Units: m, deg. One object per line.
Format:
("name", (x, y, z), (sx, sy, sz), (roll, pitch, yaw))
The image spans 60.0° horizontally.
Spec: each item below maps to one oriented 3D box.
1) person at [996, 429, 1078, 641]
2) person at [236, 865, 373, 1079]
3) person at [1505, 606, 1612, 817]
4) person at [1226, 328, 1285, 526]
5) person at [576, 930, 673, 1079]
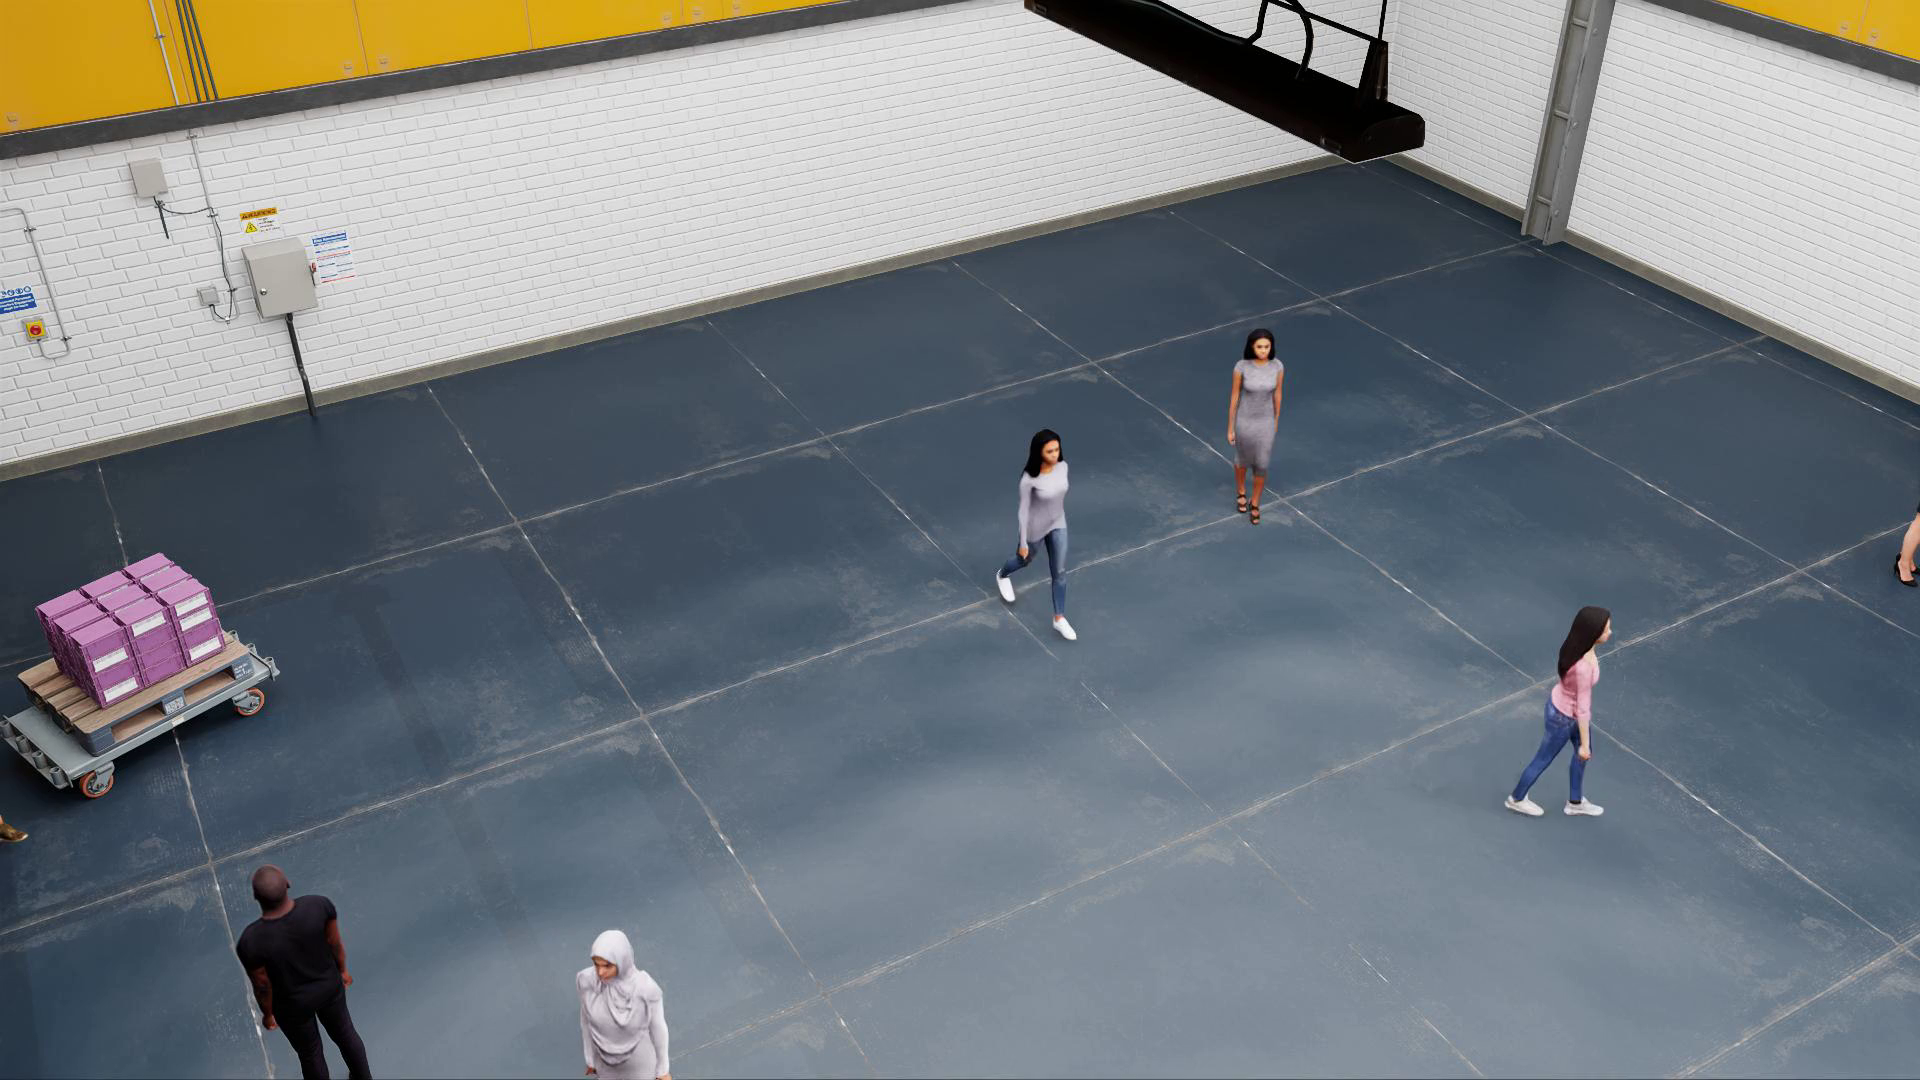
("person", (0.561, -0.113, 12.739), (0.673, 1.693, 1.163), (-19, 38, -26))
("person", (-3.460, 2.412, 8.826), (0.715, 1.819, 0.640), (-27, 42, -35))
("person", (3.859, 1.129, 10.840), (0.985, 1.724, 0.913), (10, 35, 15))
("person", (2.454, -1.007, 14.017), (0.758, 1.766, 0.822), (1, 34, 1))
("person", (-1.689, 2.647, 8.511), (0.694, 1.775, 0.748), (8, 34, 11))
